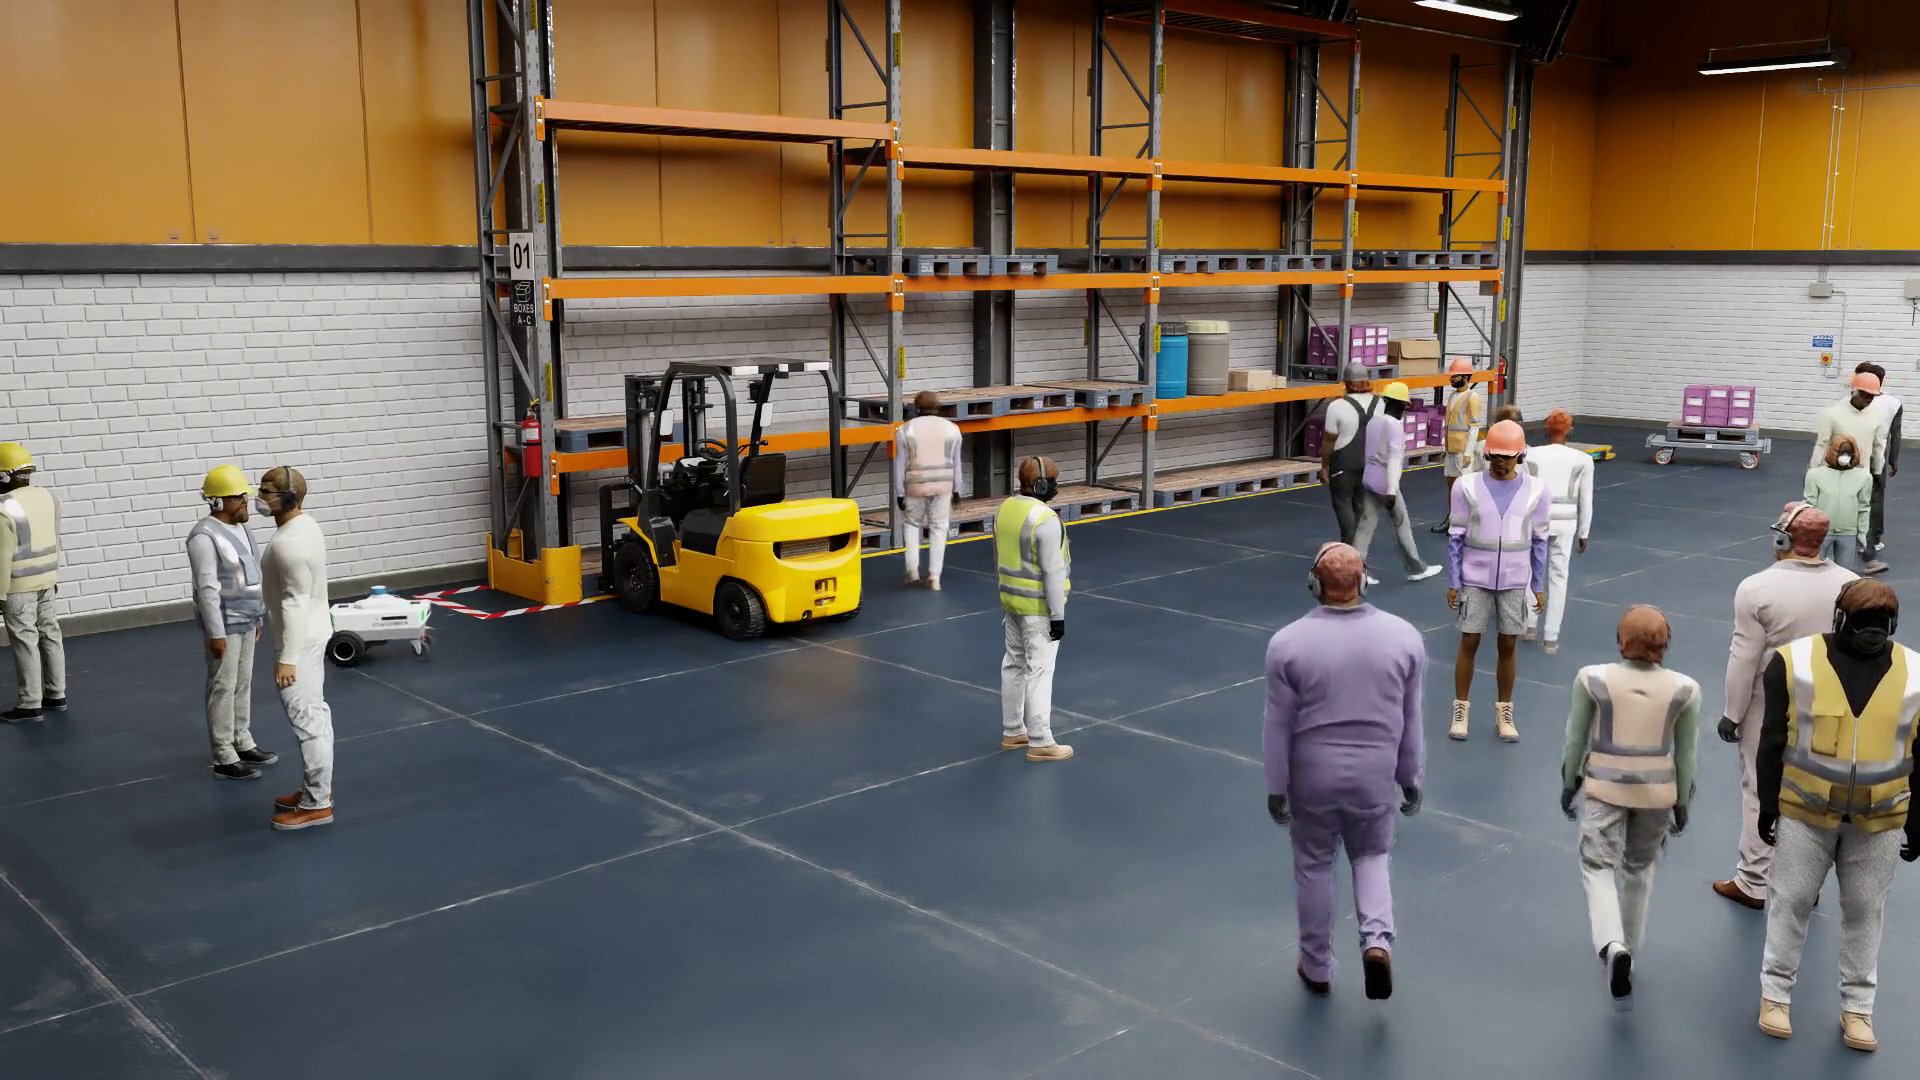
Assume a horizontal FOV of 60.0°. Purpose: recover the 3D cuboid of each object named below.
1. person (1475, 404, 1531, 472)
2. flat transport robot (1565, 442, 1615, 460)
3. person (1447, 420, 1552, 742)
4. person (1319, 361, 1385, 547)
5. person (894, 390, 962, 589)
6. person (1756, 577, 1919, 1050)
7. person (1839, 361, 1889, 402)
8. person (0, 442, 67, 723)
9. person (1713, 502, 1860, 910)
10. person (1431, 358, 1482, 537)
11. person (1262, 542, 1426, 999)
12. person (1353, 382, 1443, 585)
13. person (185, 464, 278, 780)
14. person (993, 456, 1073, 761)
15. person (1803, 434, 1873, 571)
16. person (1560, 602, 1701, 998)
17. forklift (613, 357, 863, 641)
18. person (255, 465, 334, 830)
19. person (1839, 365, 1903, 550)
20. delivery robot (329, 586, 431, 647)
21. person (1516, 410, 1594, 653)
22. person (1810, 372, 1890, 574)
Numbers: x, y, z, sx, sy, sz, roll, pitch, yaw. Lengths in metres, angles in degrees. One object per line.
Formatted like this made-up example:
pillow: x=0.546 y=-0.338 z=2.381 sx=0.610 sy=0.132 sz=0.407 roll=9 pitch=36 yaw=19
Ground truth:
person: x=4.548 y=-0.244 z=14.023 sx=0.529 sy=1.809 sz=0.952 roll=6 pitch=12 yaw=33
flat transport robot: x=9.051 y=-1.281 z=24.555 sx=1.431 sy=0.197 sz=0.652 roll=-9 pitch=13 yaw=-44
person: x=3.352 y=0.260 z=10.387 sx=0.606 sy=2.033 sz=0.403 roll=2 pitch=10 yaw=12
person: x=3.923 y=-0.801 z=16.571 sx=0.689 sy=2.000 sz=0.735 roll=-3 pitch=10 yaw=-15
person: x=-0.297 y=-0.452 z=15.175 sx=0.640 sy=1.818 sz=0.473 roll=-2 pitch=10 yaw=-9
person: x=3.392 y=1.044 z=6.392 sx=0.626 sy=1.838 sz=0.428 roll=4 pitch=10 yaw=20
person: x=10.058 y=-1.059 z=18.595 sx=0.513 sy=1.866 sz=0.331 roll=4 pitch=11 yaw=23
person: x=-6.128 y=0.274 z=10.883 sx=0.404 sy=1.833 sz=0.590 roll=1 pitch=10 yaw=7
person: x=3.845 y=0.771 z=7.745 sx=0.647 sy=1.913 sz=0.409 roll=-1 pitch=10 yaw=-6
person: x=5.393 y=-0.999 z=18.028 sx=0.355 sy=1.938 sz=0.545 roll=-3 pitch=10 yaw=-15
person: x=1.546 y=0.958 z=6.708 sx=0.663 sy=1.888 sz=0.539 roll=0 pitch=10 yaw=2
person: x=4.014 y=-0.513 z=15.360 sx=0.975 sy=1.871 sz=0.607 roll=-3 pitch=10 yaw=-15
person: x=-4.248 y=0.470 z=9.729 sx=0.404 sy=1.835 sz=0.588 roll=0 pitch=10 yaw=-1
person: x=0.456 y=0.407 z=10.081 sx=0.429 sy=1.841 sz=0.634 roll=-5 pitch=11 yaw=-29
person: x=6.966 y=-0.031 z=13.253 sx=0.497 sy=1.633 sz=0.287 roll=3 pitch=10 yaw=15
person: x=2.747 y=1.078 z=6.820 sx=0.526 sy=1.620 sz=0.665 roll=2 pitch=10 yaw=11
forklift: x=-1.847 y=-0.414 z=13.852 sx=1.214 sy=2.155 sz=2.313 roll=-9 pitch=13 yaw=-42
person: x=-3.544 y=0.564 z=8.877 sx=0.371 sy=1.940 sz=0.630 roll=-3 pitch=10 yaw=-16
person: x=9.377 y=-0.849 z=17.205 sx=0.591 sy=1.918 sz=0.383 roll=6 pitch=11 yaw=30
delivery robot: x=-4.351 y=0.587 z=12.492 sx=0.707 sy=0.478 sz=0.477 roll=-2 pitch=10 yaw=-11
person: x=4.588 y=-0.086 z=12.934 sx=0.598 sy=1.849 sz=0.788 roll=3 pitch=10 yaw=18
person: x=8.553 y=-0.649 z=15.989 sx=0.714 sy=1.916 sz=1.035 roll=0 pitch=10 yaw=2
